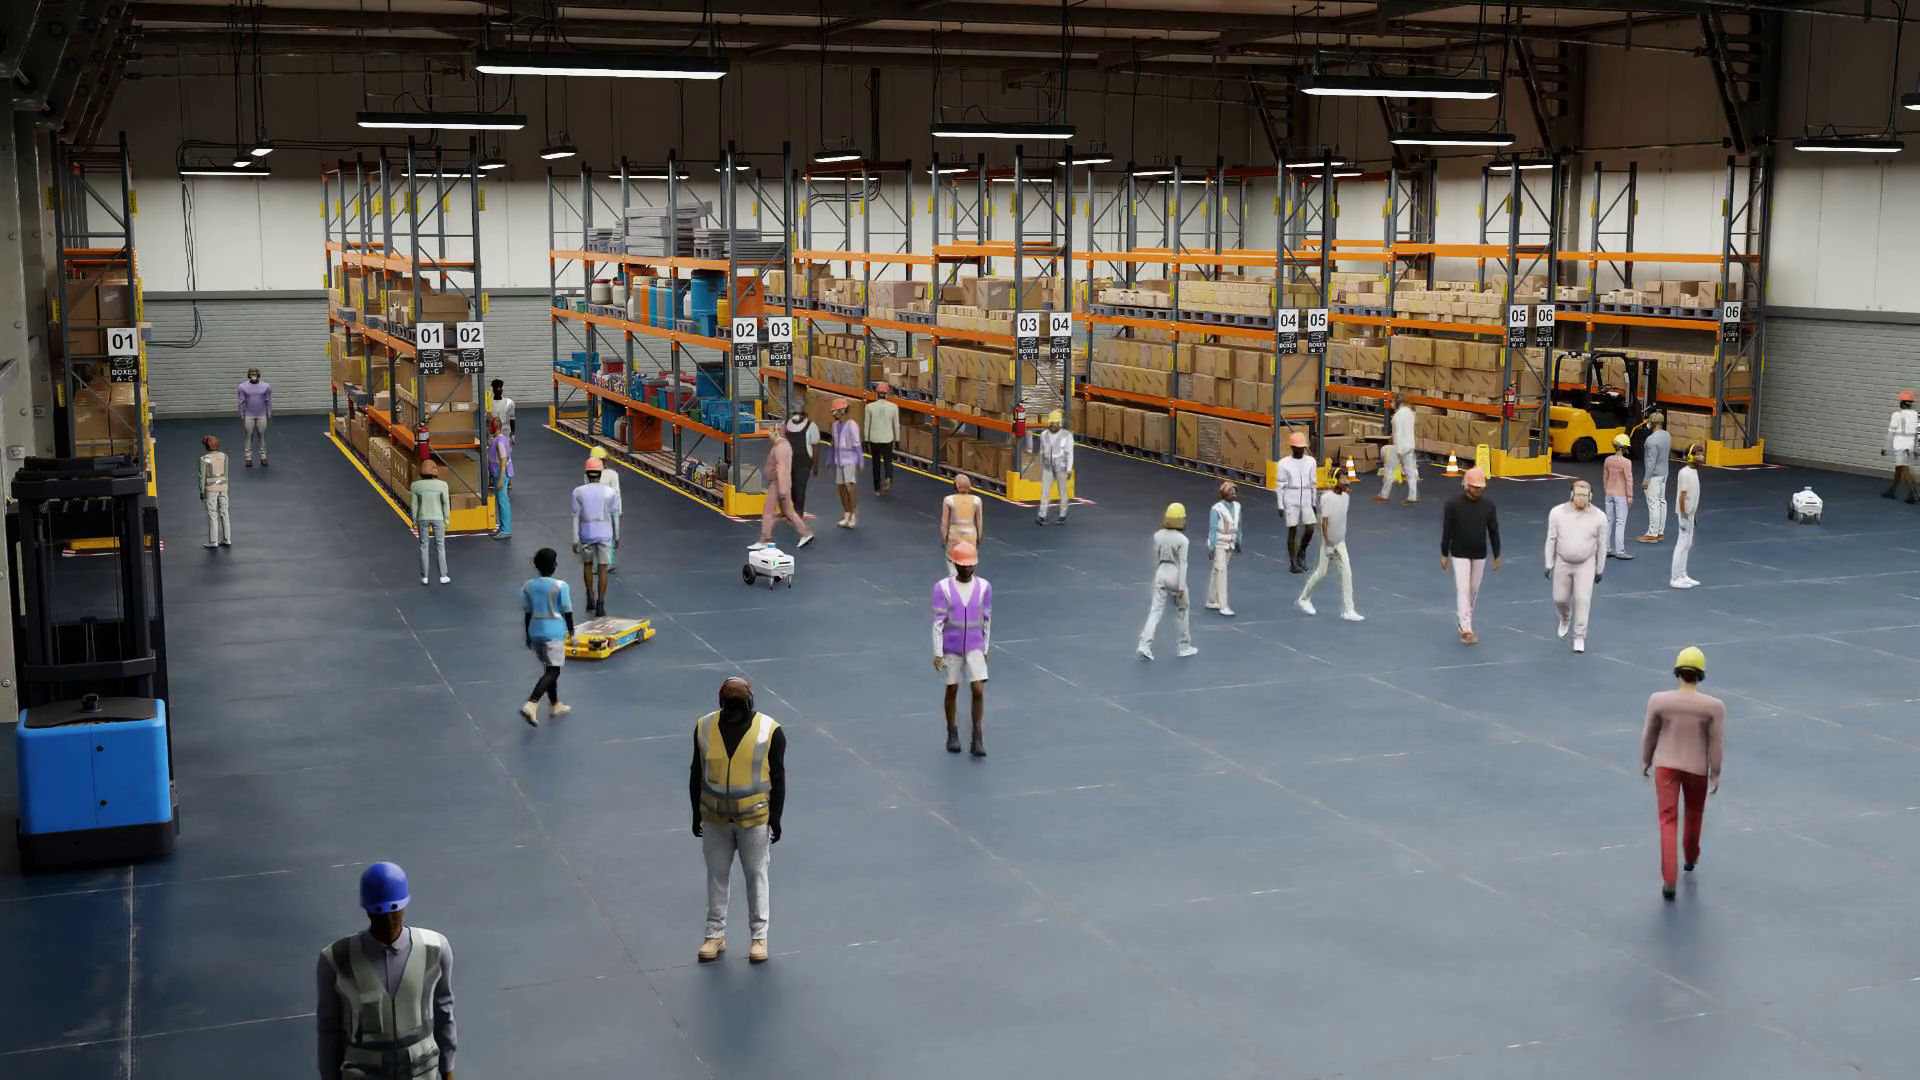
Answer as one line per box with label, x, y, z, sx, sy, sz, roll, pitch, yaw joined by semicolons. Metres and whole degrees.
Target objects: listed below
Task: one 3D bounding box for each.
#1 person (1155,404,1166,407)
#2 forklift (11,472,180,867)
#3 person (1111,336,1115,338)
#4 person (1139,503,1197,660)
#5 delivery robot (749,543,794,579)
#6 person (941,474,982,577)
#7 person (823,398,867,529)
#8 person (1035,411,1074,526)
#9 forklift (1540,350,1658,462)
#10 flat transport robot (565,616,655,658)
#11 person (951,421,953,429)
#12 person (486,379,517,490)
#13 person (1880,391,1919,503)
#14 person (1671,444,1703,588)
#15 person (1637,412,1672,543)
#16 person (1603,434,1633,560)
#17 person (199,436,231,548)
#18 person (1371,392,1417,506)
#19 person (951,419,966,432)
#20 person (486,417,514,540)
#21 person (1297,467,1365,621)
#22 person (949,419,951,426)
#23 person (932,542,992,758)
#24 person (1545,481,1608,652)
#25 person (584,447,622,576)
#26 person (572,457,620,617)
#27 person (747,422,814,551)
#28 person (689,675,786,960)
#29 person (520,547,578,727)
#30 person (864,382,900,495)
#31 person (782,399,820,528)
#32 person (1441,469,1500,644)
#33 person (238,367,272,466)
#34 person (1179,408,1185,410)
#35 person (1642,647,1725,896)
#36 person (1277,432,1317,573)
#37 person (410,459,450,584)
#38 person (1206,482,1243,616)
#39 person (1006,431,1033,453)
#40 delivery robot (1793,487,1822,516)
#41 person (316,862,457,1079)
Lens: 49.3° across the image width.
person;4.593;-3.308;47.911;0.507;1.632;0.267;-4;9;-23
forklift;-6.630;0.886;15.957;1.129;2.768;1.873;-3;9;-21
person;3.914;-4.370;54.331;0.622;1.822;1.014;3;9;20
person;2.248;0.444;22.669;0.486;1.707;0.865;7;11;41
delivery robot;-2.465;0.283;27.385;0.477;0.478;0.707;-6;10;-34
person;0.023;-0.010;25.956;0.544;1.624;0.374;-2;9;-11
person;-1.805;-1.176;32.443;0.781;2.009;0.719;7;11;41
person;1.483;-1.112;32.766;0.608;1.781;0.920;3;9;21
forklift;12.897;-2.725;42.309;2.313;2.155;1.214;-3;9;-21
flat transport robot;-3.990;1.073;23.364;0.652;0.197;1.431;2;9;15
person;-0.098;-3.161;46.986;0.515;1.616;0.465;-2;9;-14
person;-8.226;-1.887;37.382;0.641;1.969;0.475;-3;9;-17
person;16.077;-1.592;35.646;0.561;1.897;0.981;-3;9;-20
person;9.473;-0.321;27.231;0.309;1.865;0.532;6;10;34
person;10.308;-0.933;31.069;0.373;1.940;0.628;7;11;40
person;9.291;-0.615;29.529;0.313;1.767;0.523;-4;10;-27
person;-10.896;-0.711;30.616;0.314;1.629;0.508;5;10;31
person;7.316;-1.532;35.180;0.908;1.896;0.628;7;11;40
person;0.031;-2.833;44.141;0.654;1.810;0.769;-2;9;-16
person;-6.892;-0.937;31.422;0.392;1.839;0.563;-3;9;-17
person;4.434;0.021;25.097;0.519;1.830;0.935;-6;10;-34
person;-0.192;-3.712;49.470;0.608;1.993;1.098;-2;9;-12
person;0.035;0.971;18.486;0.566;1.908;0.819;-2;9;-11
person;6.848;0.262;23.273;0.656;1.884;0.645;3;9;21
person;-4.867;-0.383;28.117;0.551;1.724;0.869;4;10;26
person;-4.390;-0.056;25.291;0.557;1.912;0.677;-1;9;-6
person;-2.588;-0.790;30.347;0.924;1.873;0.658;1;9;4
person;-1.429;1.771;13.385;0.621;1.839;0.429;1;9;8
person;-3.923;0.902;19.716;0.535;1.670;0.780;5;10;32
person;-1.364;-1.759;36.479;0.623;1.978;0.532;-1;9;-6
person;-2.569;-1.231;32.856;0.690;2.000;0.985;3;9;20
person;5.796;0.165;23.691;0.641;1.957;0.847;-1;9;-8
person;-13.783;-2.420;40.977;0.630;1.940;0.373;-3;9;-21
person;5.052;-3.235;46.518;0.587;1.904;0.607;5;10;32
person;5.122;1.604;14.855;0.540;1.720;0.894;3;9;20
person;4.566;-0.507;28.272;0.584;1.922;0.408;-1;9;-10
person;-6.949;-0.242;27.476;0.501;1.631;0.285;-1;9;-7
person;3.182;0.093;25.354;0.587;1.604;0.531;8;11;41
person;1.233;-2.536;42.037;0.575;1.855;0.823;-4;9;-25
delivery robot;13.468;-0.601;33.278;0.477;0.478;0.707;2;9;13
person;-2.498;2.346;9.168;0.602;1.949;0.396;-4;10;-27
